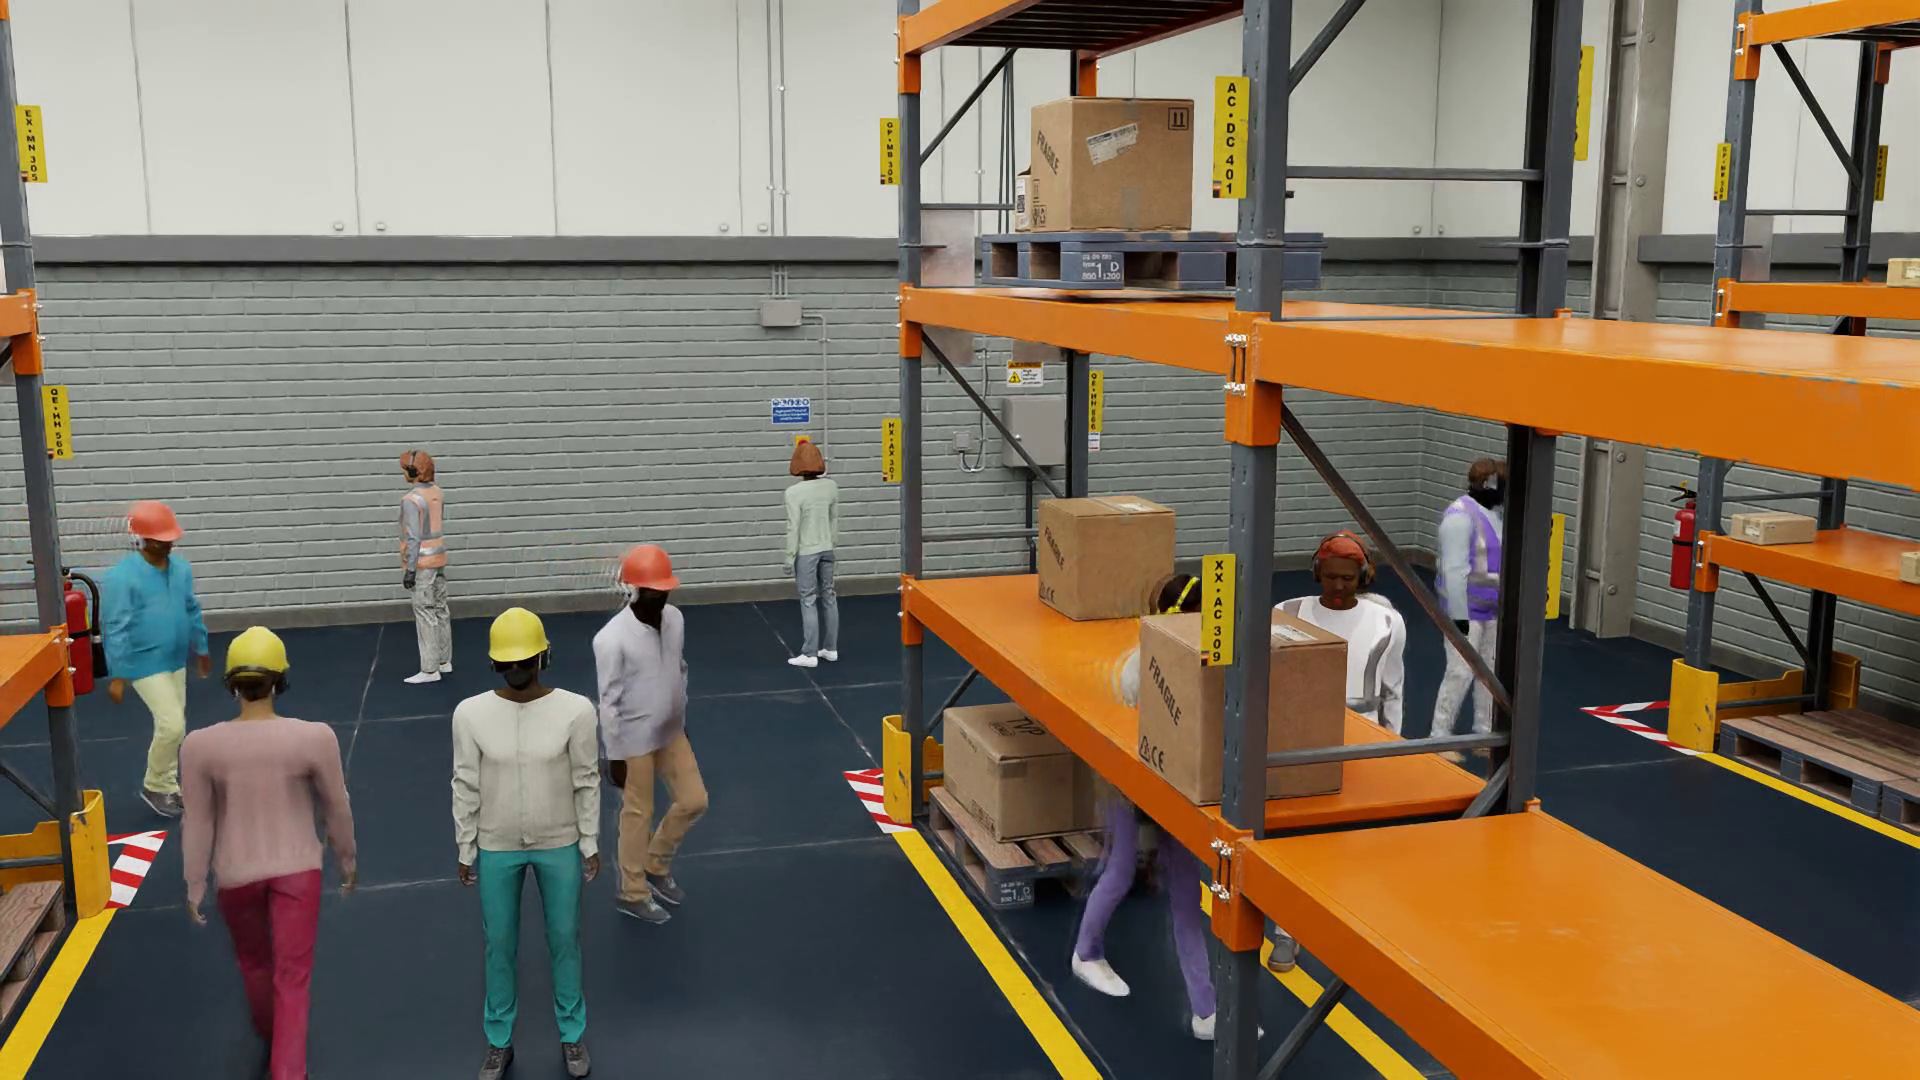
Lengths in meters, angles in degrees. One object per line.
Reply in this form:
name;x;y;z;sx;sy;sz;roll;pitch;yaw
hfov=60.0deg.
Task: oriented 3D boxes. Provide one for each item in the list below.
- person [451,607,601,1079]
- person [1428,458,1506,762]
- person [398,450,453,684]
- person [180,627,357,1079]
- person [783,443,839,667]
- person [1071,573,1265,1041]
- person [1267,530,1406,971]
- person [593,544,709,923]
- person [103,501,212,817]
person;-1.565;1.108;6.039;0.526;1.768;0.315;-2;10;-11
person;3.043;0.432;9.831;0.450;1.827;0.652;10;14;43
person;-3.753;0.186;11.652;0.306;1.639;0.524;1;10;5
person;-2.436;1.158;5.901;0.549;1.714;0.929;-2;10;-14
person;-1.084;0.108;12.116;0.285;1.634;0.499;9;13;41
person;0.789;1.012;6.506;0.535;1.815;0.975;-9;13;-40
person;1.549;0.887;6.958;0.572;1.887;0.356;2;10;11
person;-1.382;0.870;7.467;0.393;1.732;0.596;6;11;29
person;-4.231;0.636;8.827;0.440;1.724;0.665;2;10;13
